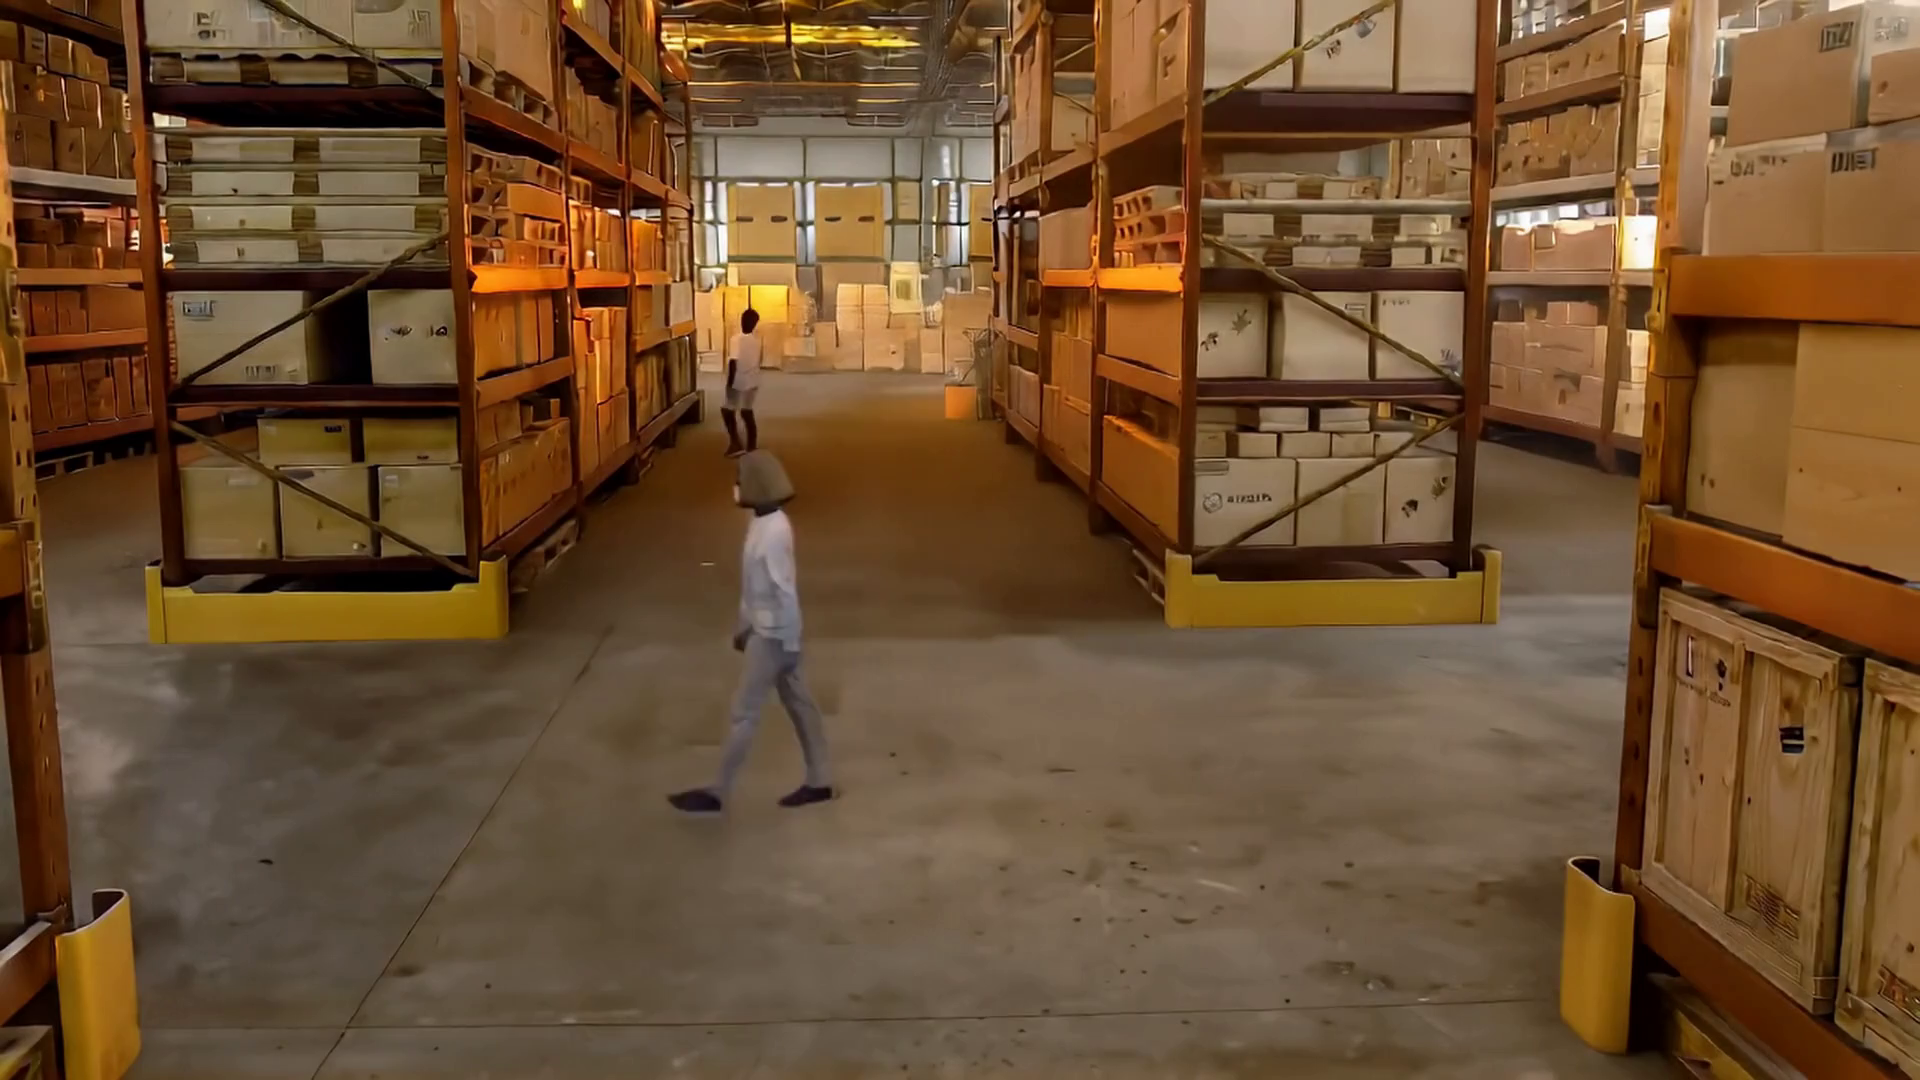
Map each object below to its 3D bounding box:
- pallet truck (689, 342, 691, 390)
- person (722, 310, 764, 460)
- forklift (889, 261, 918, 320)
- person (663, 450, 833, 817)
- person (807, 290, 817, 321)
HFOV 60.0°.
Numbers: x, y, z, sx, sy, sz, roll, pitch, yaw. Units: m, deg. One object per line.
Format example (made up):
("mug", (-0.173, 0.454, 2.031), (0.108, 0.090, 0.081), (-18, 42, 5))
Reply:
("pallet truck", (-5.225, -3.008, 27.480), (1.885, 1.965, 0.823), (2, 9, 14))
("person", (-2.748, -1.956, 21.149), (0.455, 1.912, 0.712), (7, 11, 37))
("forklift", (-1.887, -7.970, 55.876), (1.129, 2.768, 1.873), (6, 11, 33))
("person", (-0.929, 0.412, 7.221), (0.811, 1.596, 0.530), (-2, 9, -12))
("person", (-5.311, -8.093, 59.955), (0.717, 1.819, 0.505), (8, 12, 40))
